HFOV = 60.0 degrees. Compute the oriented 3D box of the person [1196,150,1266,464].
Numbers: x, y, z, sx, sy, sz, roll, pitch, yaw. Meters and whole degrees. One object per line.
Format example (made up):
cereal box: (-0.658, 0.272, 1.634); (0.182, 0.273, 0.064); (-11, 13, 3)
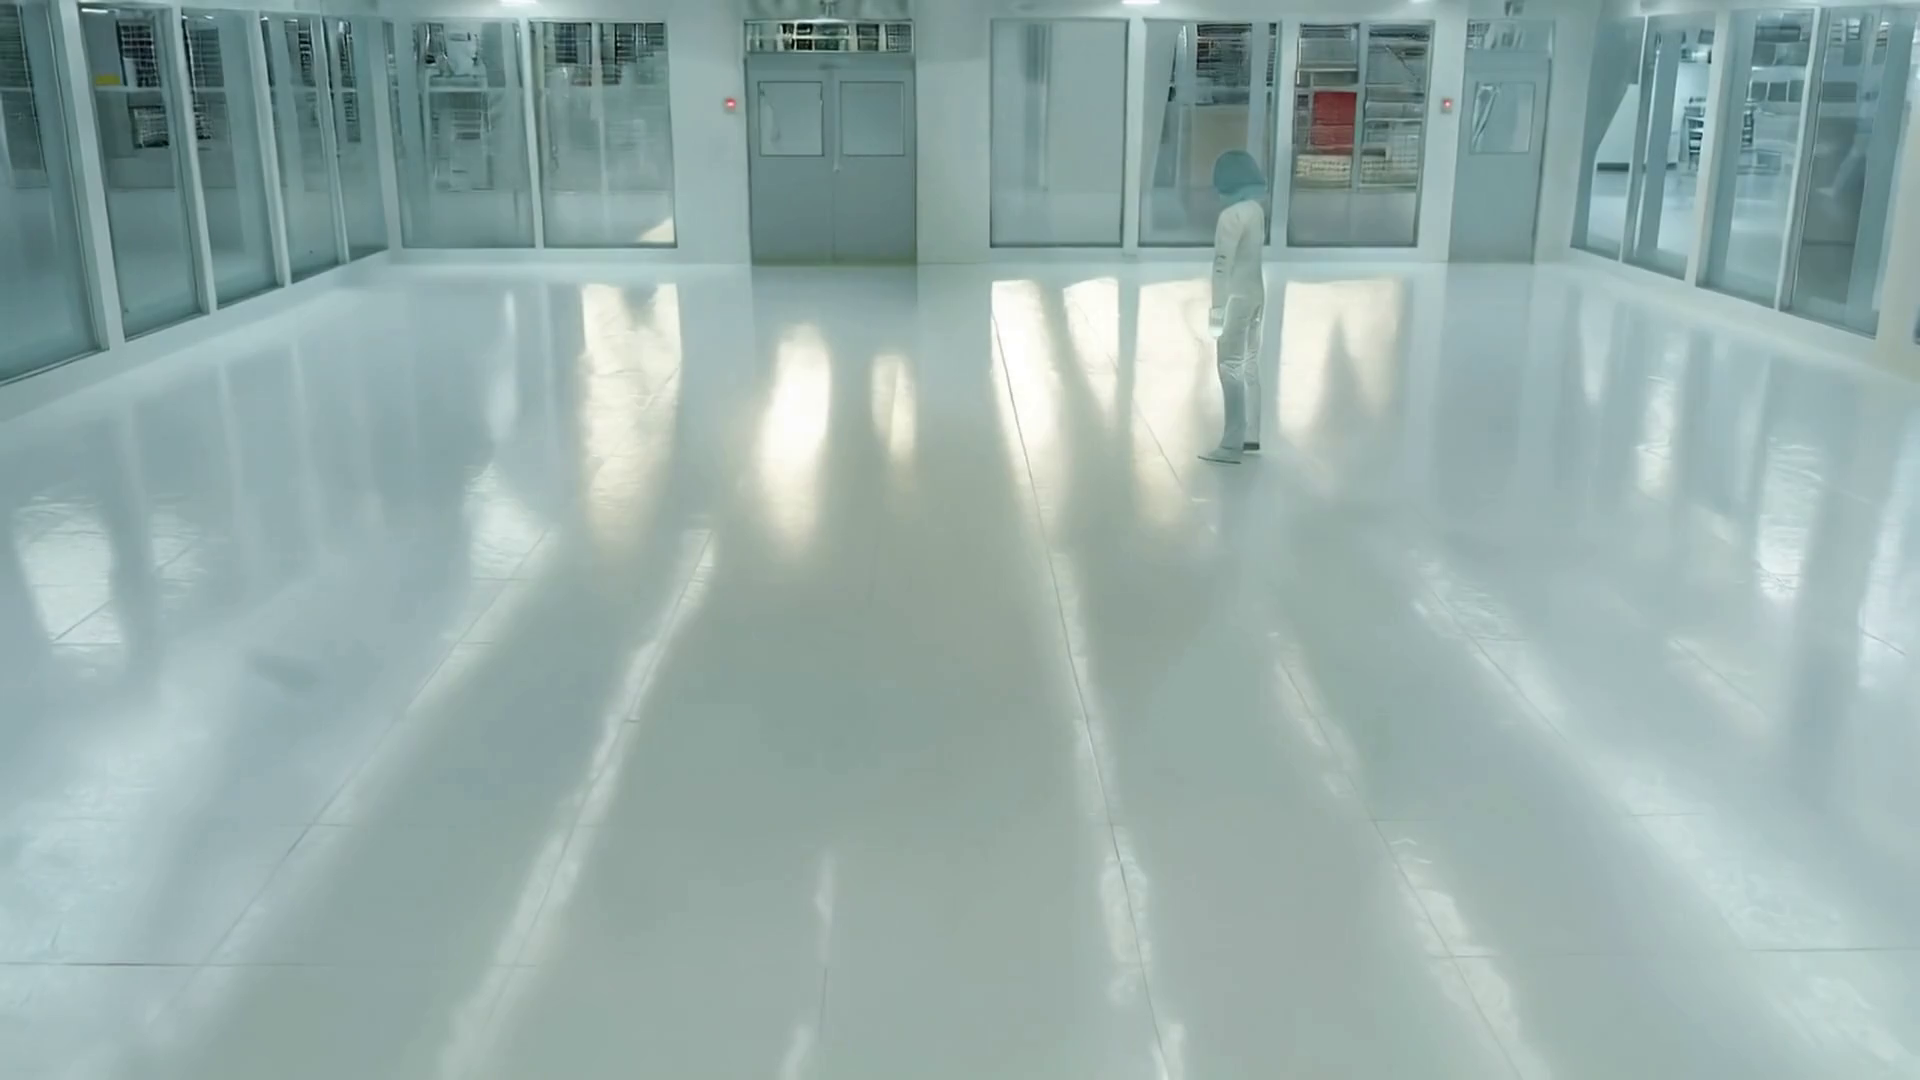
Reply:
person: (1.446, -1.215, 8.734); (0.279, 1.624, 0.494); (9, 18, 27)
